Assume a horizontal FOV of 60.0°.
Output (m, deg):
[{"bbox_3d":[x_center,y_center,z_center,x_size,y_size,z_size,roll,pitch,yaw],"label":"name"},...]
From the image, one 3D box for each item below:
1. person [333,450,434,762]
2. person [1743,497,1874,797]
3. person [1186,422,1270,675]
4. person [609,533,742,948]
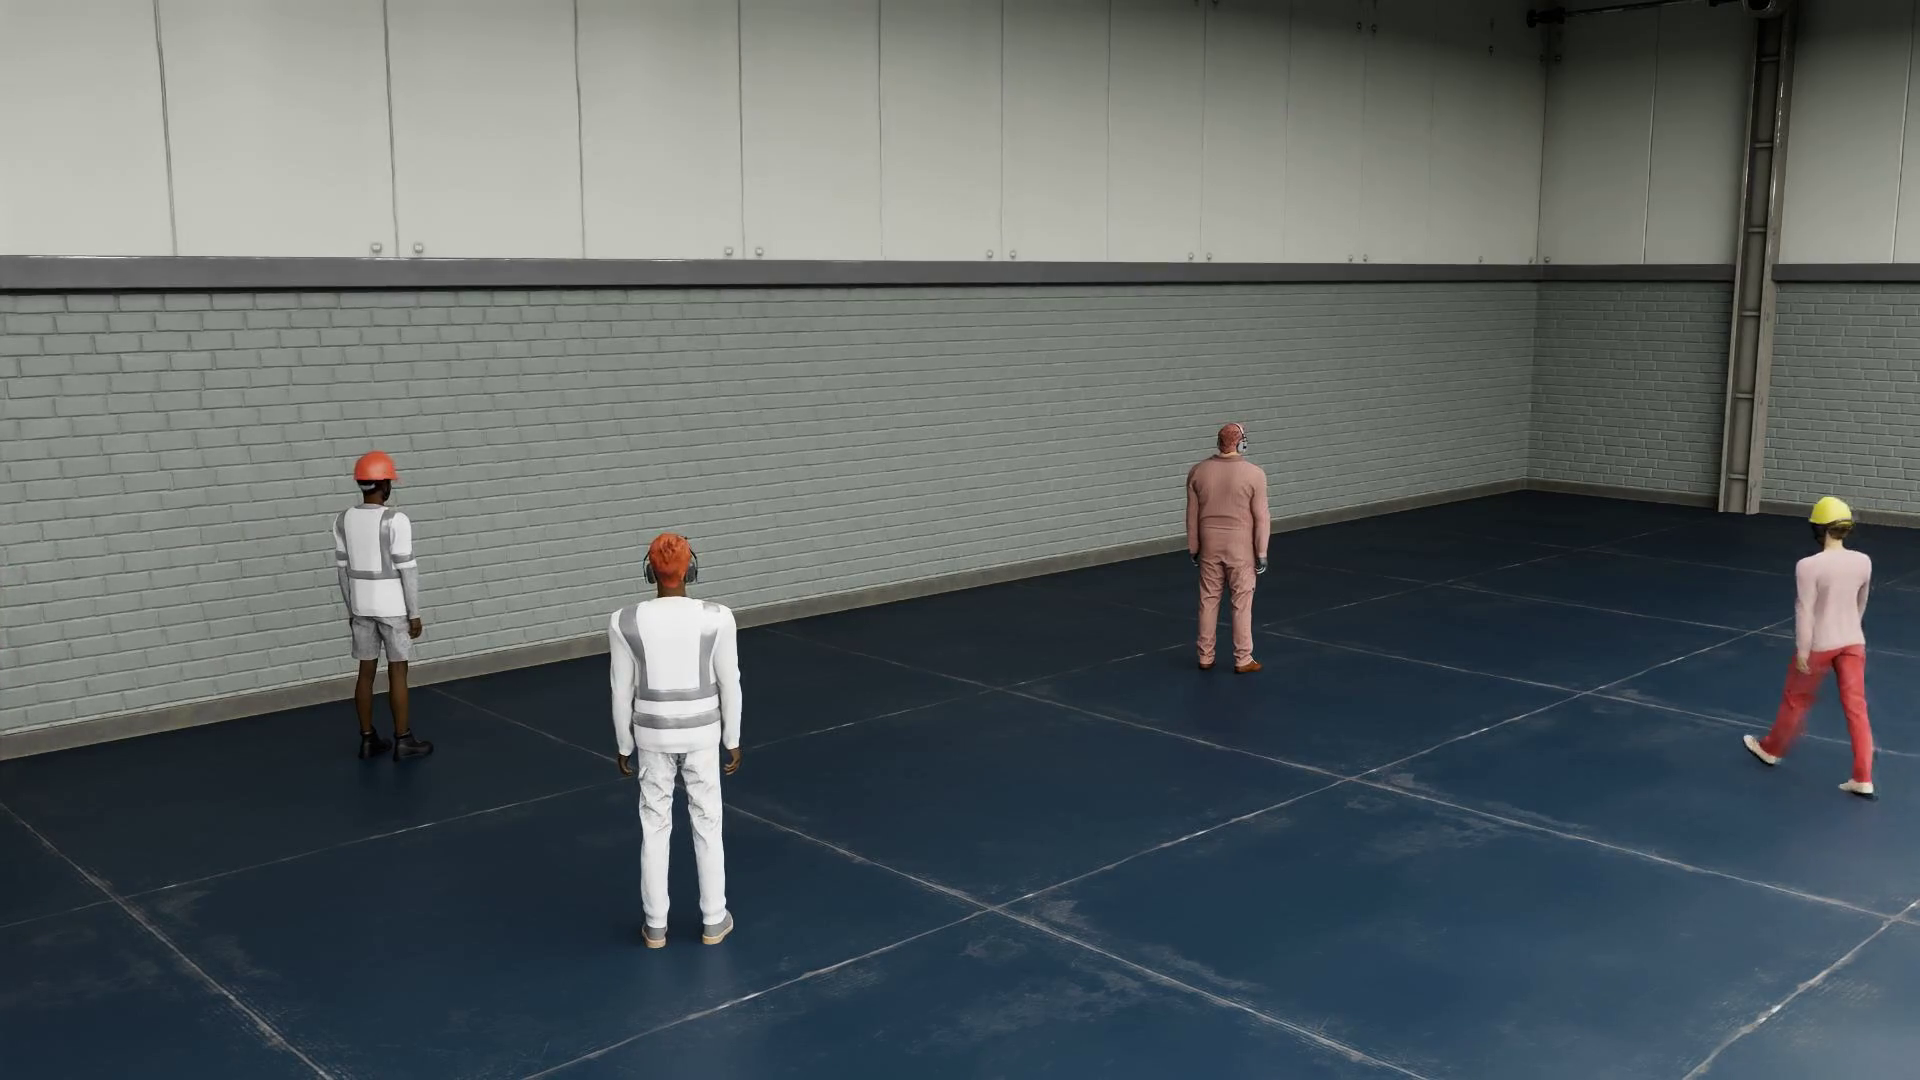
[{"bbox_3d":[-3.584,0.412,10.327,0.544,1.939,0.353,3,10,16],"label":"person"},{"bbox_3d":[5.105,0.603,9.839,0.528,1.716,0.946,-2,9,-10],"label":"person"},{"bbox_3d":[2.044,0.059,12.617,0.649,1.906,0.402,5,11,30],"label":"person"},{"bbox_3d":[-1.266,0.900,7.471,0.575,1.884,0.355,-1,9,-6],"label":"person"}]
